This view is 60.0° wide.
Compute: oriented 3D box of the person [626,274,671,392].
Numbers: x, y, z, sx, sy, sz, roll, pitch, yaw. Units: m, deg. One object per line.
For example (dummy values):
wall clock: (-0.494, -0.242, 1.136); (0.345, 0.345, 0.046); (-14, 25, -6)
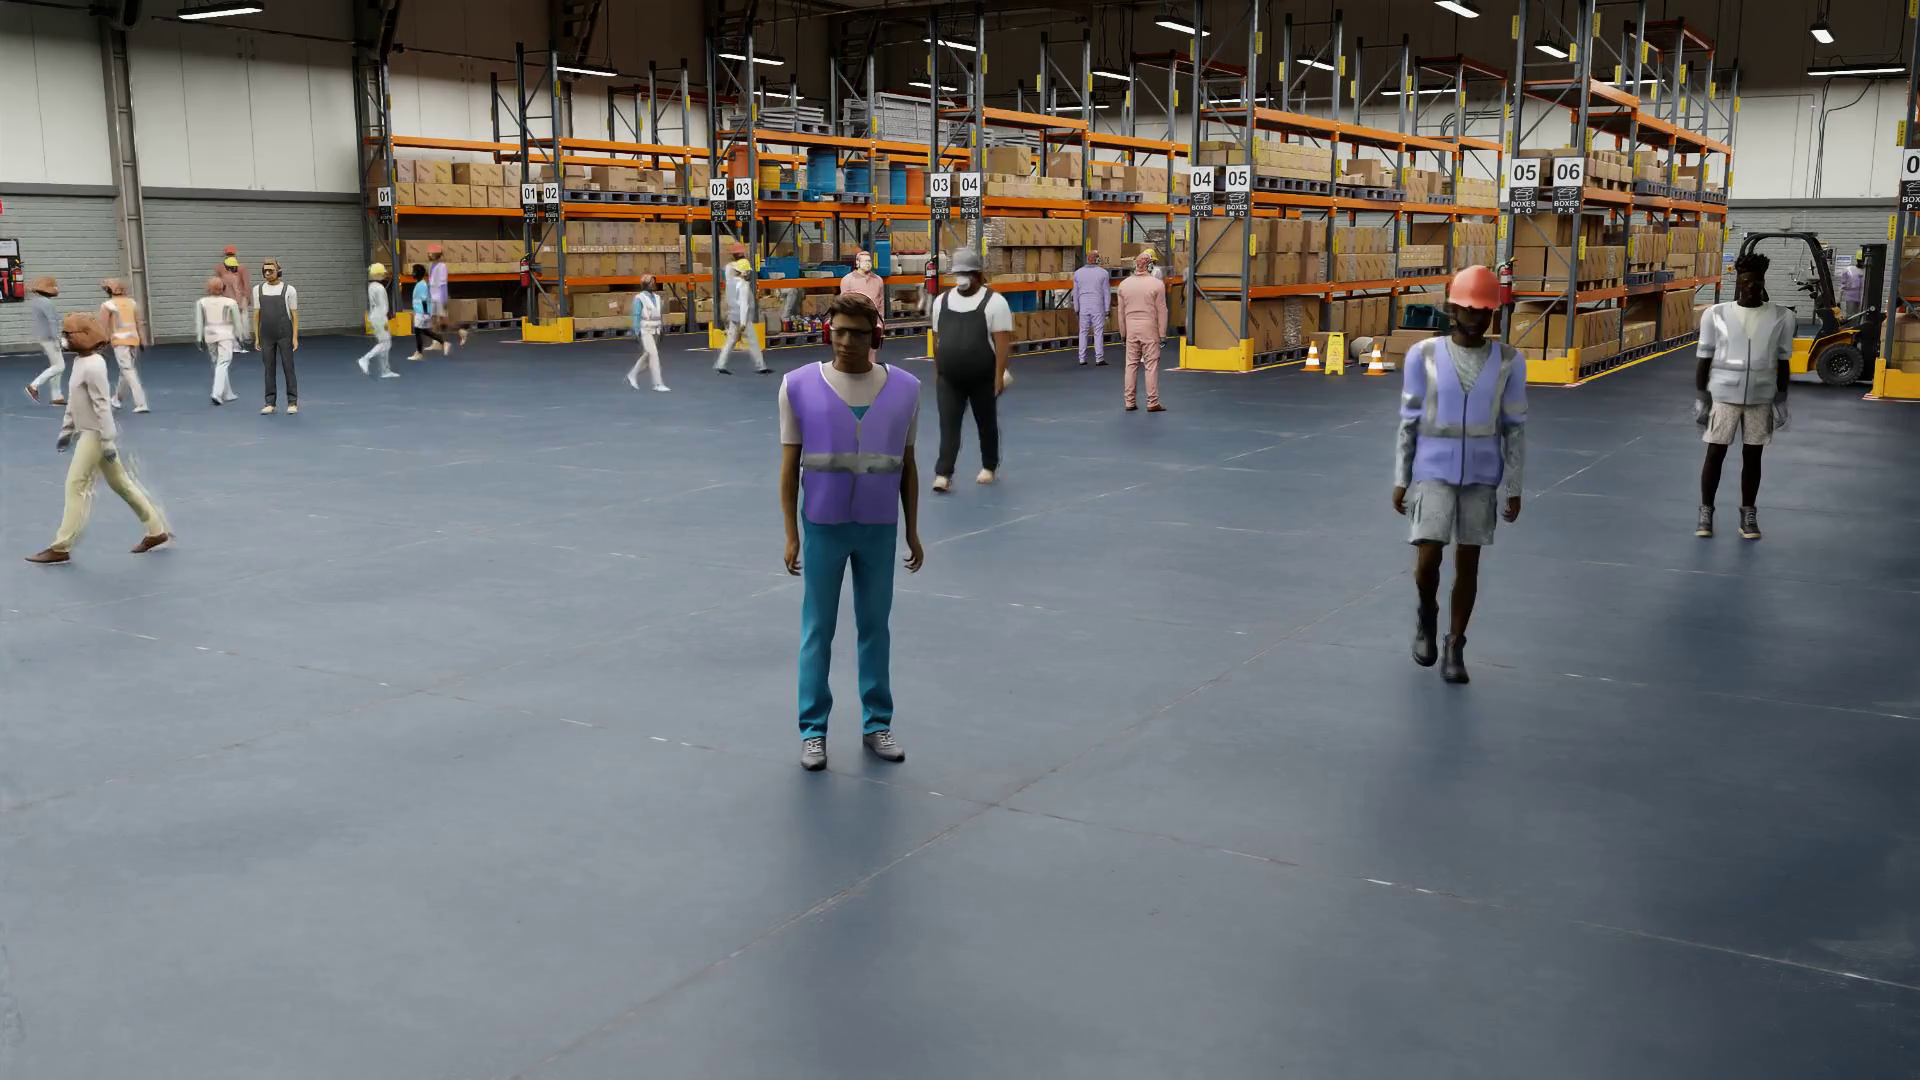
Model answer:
person: (-4.322, -2.853, 22.874); (0.780, 1.613, 0.522); (5, 11, 26)

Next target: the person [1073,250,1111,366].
person: (2.205, -3.845, 27.602); (0.653, 1.906, 0.408); (5, 11, 24)

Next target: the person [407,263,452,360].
person: (-9.243, -3.957, 28.849); (0.680, 1.681, 0.525); (-2, 10, -14)

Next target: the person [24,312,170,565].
person: (-5.546, -0.660, 10.646); (0.853, 1.594, 0.497); (-6, 12, -32)

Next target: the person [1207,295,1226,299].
person: (5.450, -5.165, 35.236); (0.638, 1.823, 0.589); (5, 11, 24)

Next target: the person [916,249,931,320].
person: (-0.913, -6.760, 44.033); (0.595, 1.866, 0.492); (5, 11, 26)

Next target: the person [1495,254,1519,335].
person: (12.004, -5.449, 36.418); (0.627, 1.969, 0.815); (3, 11, 17)

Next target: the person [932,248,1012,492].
person: (0.076, -1.432, 13.711); (0.696, 2.000, 1.012); (3, 11, 18)

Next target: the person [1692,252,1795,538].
person: (5.367, -0.987, 11.425); (0.612, 1.963, 0.362); (3, 11, 16)

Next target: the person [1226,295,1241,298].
person: (5.627, -4.953, 33.790); (0.391, 1.913, 0.587); (-10, 14, -43)

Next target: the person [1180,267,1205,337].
person: (4.718, -4.873, 33.572); (0.539, 1.829, 0.764); (1, 10, 7)

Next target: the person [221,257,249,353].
person: (-13.427, -4.333, 30.731); (0.533, 1.767, 0.325); (7, 12, 35)

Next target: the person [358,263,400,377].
person: (-8.766, -3.295, 24.993); (0.554, 1.729, 0.497); (-7, 12, -34)

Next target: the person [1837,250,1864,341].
person: (17.141, -4.599, 31.831); (0.610, 1.901, 0.675); (2, 10, 9)

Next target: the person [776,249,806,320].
person: (-3.771, -5.430, 36.543); (0.634, 1.895, 1.024); (7, 12, 35)

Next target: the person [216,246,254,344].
person: (-14.476, -4.885, 33.255); (0.650, 1.962, 0.840); (-2, 10, -9)

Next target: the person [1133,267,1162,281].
person: (3.639, -4.739, 32.895); (0.626, 1.798, 0.941); (7, 13, 36)

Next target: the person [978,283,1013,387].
person: (0.271, -2.966, 23.022); (0.938, 1.796, 0.665); (-5, 11, -27)

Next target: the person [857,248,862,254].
person: (-2.420, -6.307, 41.380); (0.556, 1.915, 0.592); (4, 11, 20)

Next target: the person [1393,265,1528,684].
person: (2.296, -0.290, 7.637); (0.582, 1.921, 0.404); (1, 10, 8)

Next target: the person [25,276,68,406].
person: (-11.337, -2.459, 20.633); (0.454, 1.613, 0.517); (-7, 12, -33)

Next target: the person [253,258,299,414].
person: (-8.106, -2.407, 19.718); (0.510, 1.846, 0.341); (-1, 10, -7)

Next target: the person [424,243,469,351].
person: (-9.721, -4.565, 31.294); (0.767, 2.028, 0.604); (-8, 13, -37)

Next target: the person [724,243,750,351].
person: (-4.206, -4.569, 31.297); (0.588, 2.031, 0.616); (7, 12, 33)

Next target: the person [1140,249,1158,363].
person: (3.161, -3.978, 28.297); (0.383, 1.923, 0.590); (1, 10, 4)

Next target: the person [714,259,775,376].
person: (-3.336, -3.388, 25.385); (0.930, 1.790, 0.585); (-6, 12, -32)

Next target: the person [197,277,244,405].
person: (-9.355, -2.516, 21.004); (0.534, 1.601, 0.850); (0, 10, 0)

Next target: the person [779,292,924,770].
person: (-0.424, -0.040, 6.480); (0.563, 1.839, 0.392); (-3, 11, -17)

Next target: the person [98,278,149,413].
person: (-10.077, -2.319, 19.887); (0.848, 1.593, 0.528); (4, 11, 20)

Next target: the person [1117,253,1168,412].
person: (2.221, -2.497, 20.052); (0.640, 1.909, 0.409); (6, 12, 32)

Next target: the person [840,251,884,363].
person: (-1.296, -2.946, 22.556); (0.643, 1.913, 0.411); (-6, 12, -30)

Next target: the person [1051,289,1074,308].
person: (2.225, -5.314, 35.891); (0.575, 1.886, 0.362); (7, 12, 34)
